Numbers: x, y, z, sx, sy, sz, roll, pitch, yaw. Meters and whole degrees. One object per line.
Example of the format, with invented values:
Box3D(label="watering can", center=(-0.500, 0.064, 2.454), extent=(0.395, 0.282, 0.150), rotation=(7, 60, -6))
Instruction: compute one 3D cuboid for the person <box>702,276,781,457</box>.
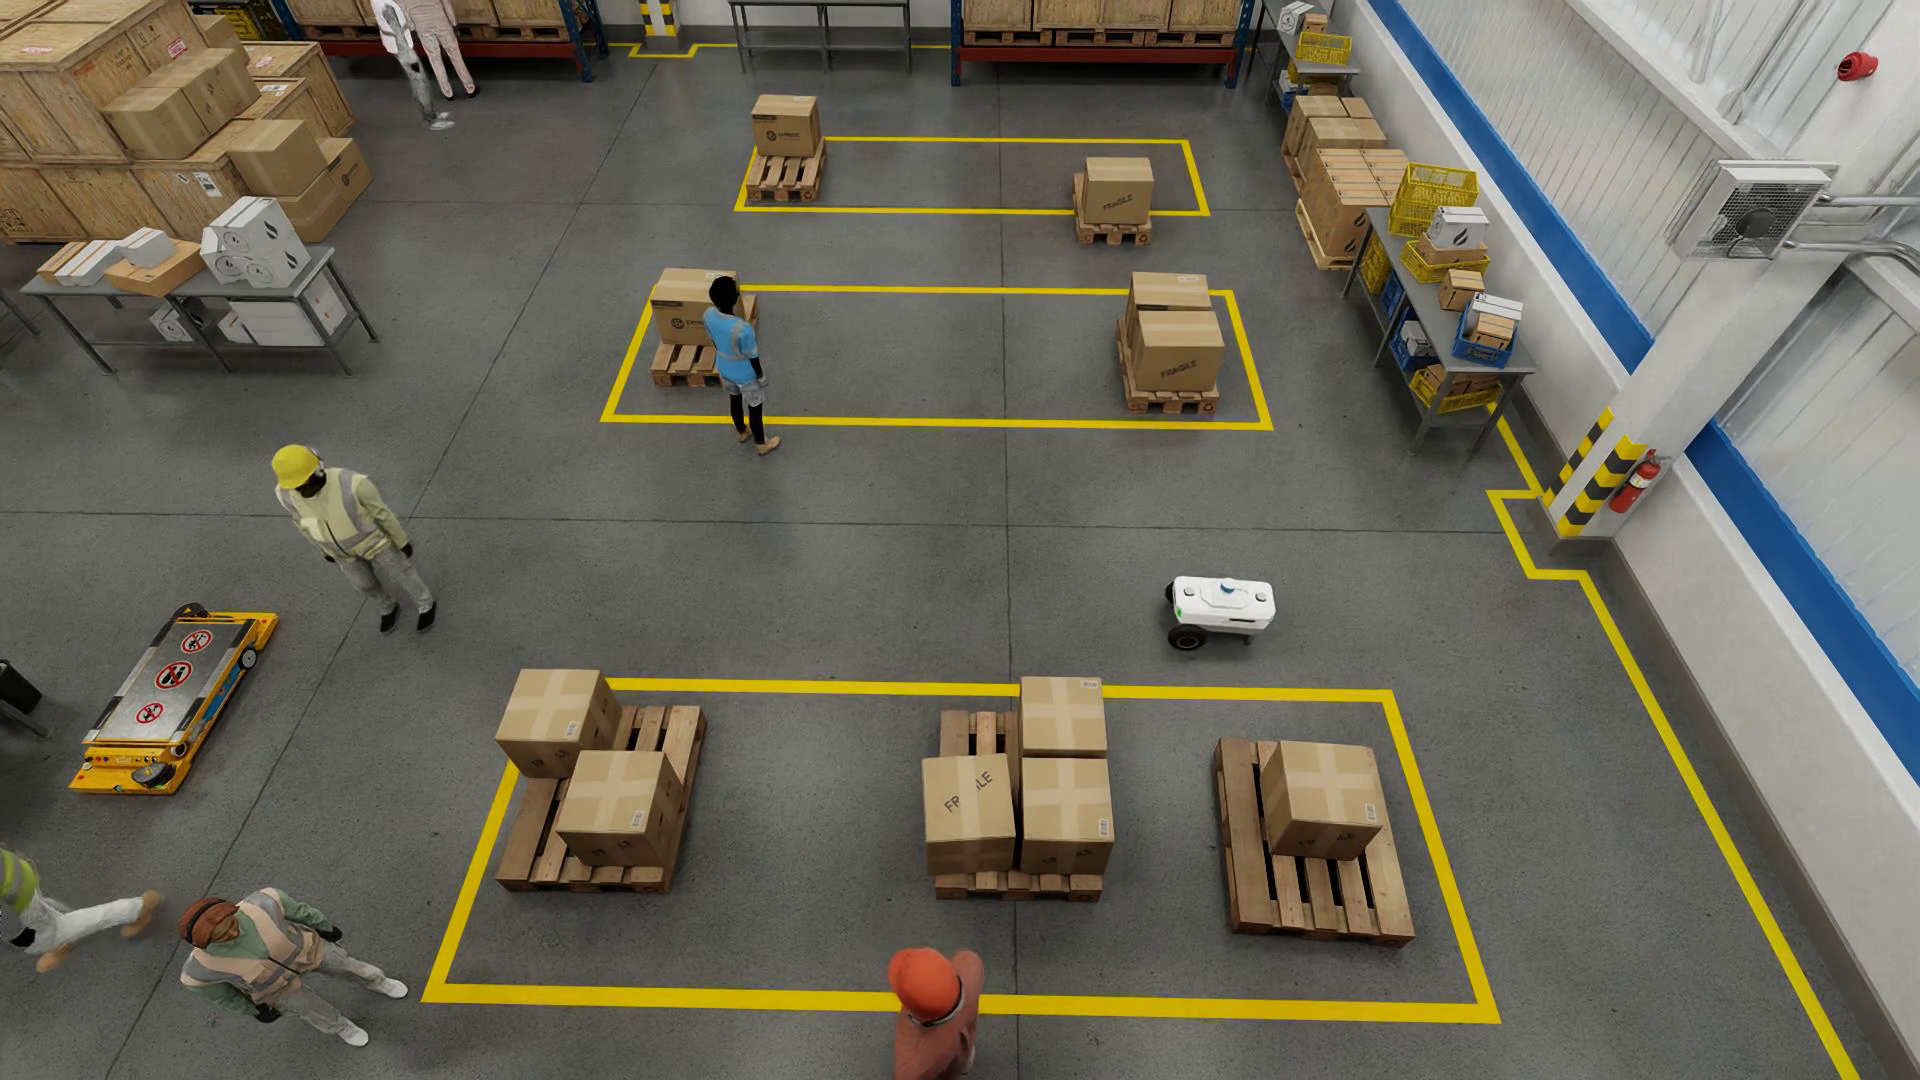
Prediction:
Box3D(label="person", center=(-1.835, -1.428, 7.634), extent=(0.535, 1.694, 0.319), rotation=(30, 56, 23))

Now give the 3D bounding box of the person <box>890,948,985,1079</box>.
Box3D(label="person", center=(-0.135, 2.320, 4.271), extent=(0.427, 1.990, 0.656), rotation=(24, 54, 19))

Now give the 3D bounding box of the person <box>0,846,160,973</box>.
Box3D(label="person", center=(-5.052, 1.813, 4.820), extent=(0.665, 1.806, 0.578), rotation=(19, 52, 15))

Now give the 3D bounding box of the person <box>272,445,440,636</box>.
Box3D(label="person", center=(-4.150, 0.017, 6.331), extent=(0.607, 1.820, 0.403), rotation=(-9, 50, -8))

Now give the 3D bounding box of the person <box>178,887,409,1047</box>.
Box3D(label="person", center=(-3.382, 2.161, 4.636), extent=(0.313, 1.634, 0.514), rotation=(19, 52, 15))

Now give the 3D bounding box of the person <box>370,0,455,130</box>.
Box3D(label="person", center=(-6.988, -6.166, 11.497), extent=(0.393, 1.916, 0.591), rotation=(-29, 56, -22))

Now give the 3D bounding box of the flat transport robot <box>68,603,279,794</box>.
Box3D(label="flat transport robot", center=(-5.504, 1.072, 6.442), extent=(0.652, 0.197, 1.431), rotation=(1, 50, 1))

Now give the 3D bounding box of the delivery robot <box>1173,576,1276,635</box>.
Box3D(label="delivery robot", center=(1.922, 0.462, 6.714), extent=(0.707, 0.478, 0.477), rotation=(4, 50, 4))

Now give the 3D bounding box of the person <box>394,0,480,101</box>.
Box3D(label="person", center=(-6.941, -6.802, 12.041), extent=(0.653, 1.905, 0.408), rotation=(-13, 51, -10))
